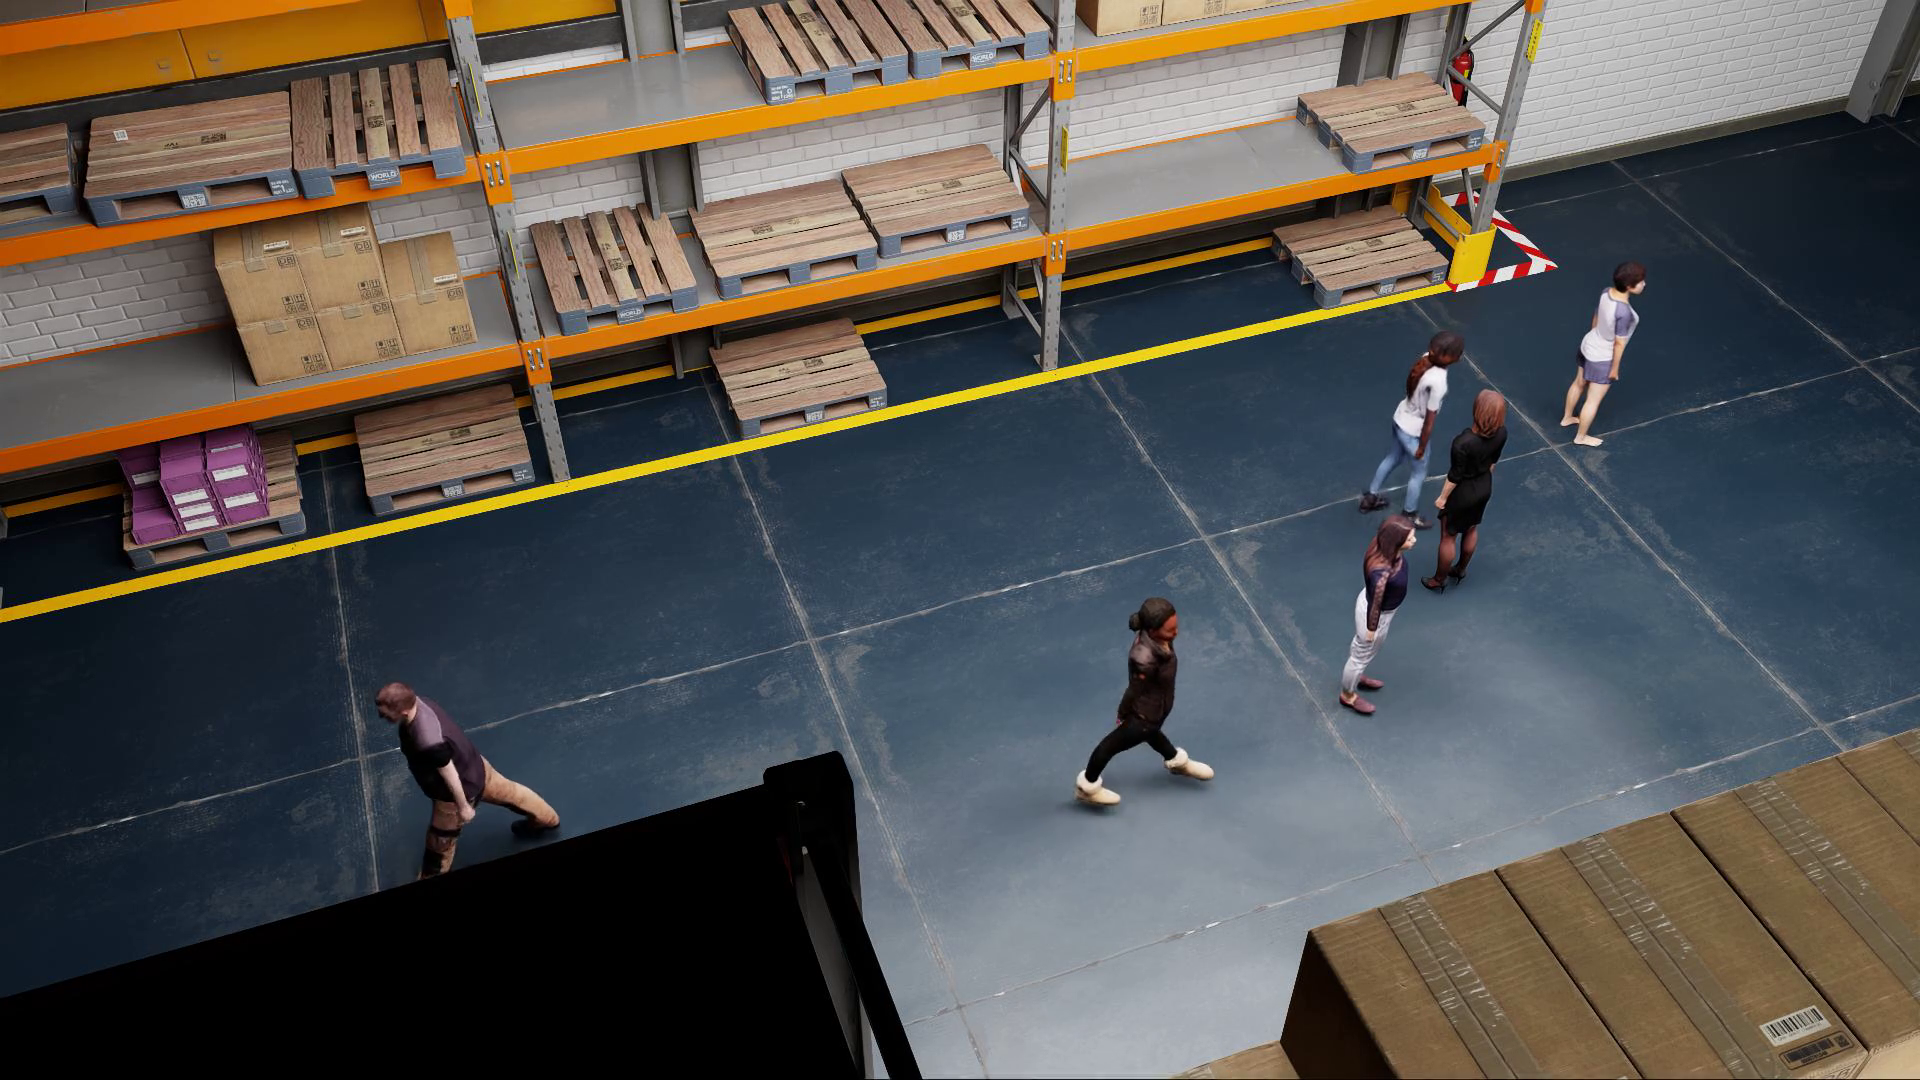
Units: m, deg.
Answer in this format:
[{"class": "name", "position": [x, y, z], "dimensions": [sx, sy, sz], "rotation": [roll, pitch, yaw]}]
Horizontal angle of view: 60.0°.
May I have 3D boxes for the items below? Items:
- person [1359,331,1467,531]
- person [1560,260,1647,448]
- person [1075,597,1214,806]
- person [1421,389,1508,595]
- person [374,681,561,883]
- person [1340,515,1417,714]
[{"class": "person", "position": [3.154, -0.778, 11.730], "dimensions": [0.802, 1.712, 0.684], "rotation": [-6, 44, -6]}, {"class": "person", "position": [4.834, -1.422, 12.512], "dimensions": [0.592, 1.566, 0.609], "rotation": [-5, 44, -5]}, {"class": "person", "position": [1.013, 1.007, 9.931], "dimensions": [1.000, 1.607, 1.149], "rotation": [-11, 45, -11]}, {"class": "person", "position": [3.426, -0.317, 11.250], "dimensions": [0.480, 1.705, 0.677], "rotation": [-21, 48, -21]}, {"class": "person", "position": [-2.763, 1.361, 9.466], "dimensions": [1.339, 1.736, 0.775], "rotation": [-16, 46, -16]}, {"class": "person", "position": [2.644, 0.449, 10.517], "dimensions": [0.708, 1.608, 0.673], "rotation": [12, 45, 12]}]
